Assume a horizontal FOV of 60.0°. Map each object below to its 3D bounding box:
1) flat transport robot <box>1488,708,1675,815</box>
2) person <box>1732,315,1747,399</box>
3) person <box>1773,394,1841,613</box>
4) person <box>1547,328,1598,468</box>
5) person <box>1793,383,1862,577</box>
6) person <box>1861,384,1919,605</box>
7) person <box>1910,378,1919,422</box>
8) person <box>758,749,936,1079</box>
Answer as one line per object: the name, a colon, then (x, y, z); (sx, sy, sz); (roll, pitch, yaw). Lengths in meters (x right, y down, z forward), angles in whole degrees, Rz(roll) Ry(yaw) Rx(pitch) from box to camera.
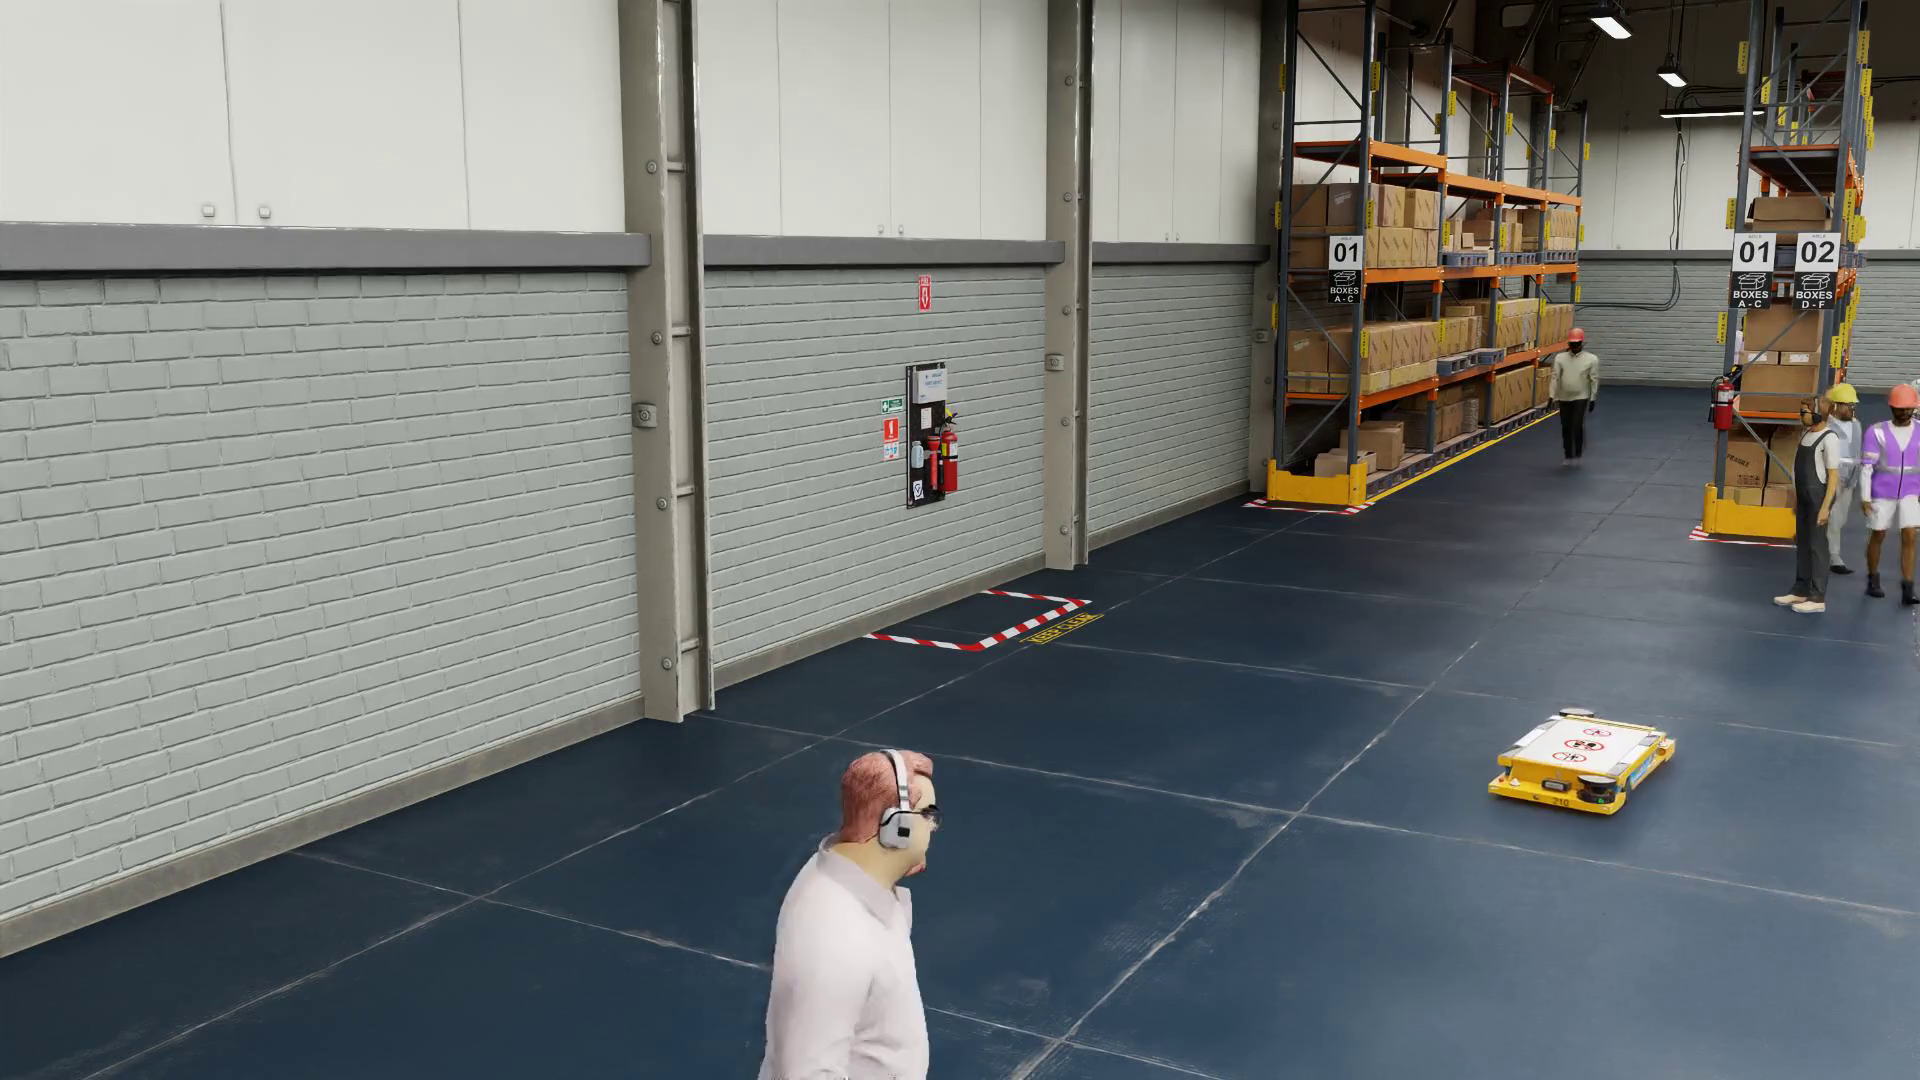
flat transport robot: (3.583, 1.245, 9.525); (0.652, 0.197, 1.431); (7, 12, 35)
person: (14.667, -3.267, 31.178); (0.616, 1.900, 0.603); (4, 11, 24)
person: (7.179, -0.306, 14.013); (0.351, 1.843, 0.506); (0, 10, 1)
person: (8.669, -2.009, 23.594); (0.621, 1.967, 0.675); (7, 12, 36)
person: (8.250, -0.592, 15.786); (0.599, 1.811, 0.746); (-4, 10, -21)
person: (8.082, -0.385, 14.321); (0.587, 1.891, 0.916); (3, 10, 15)
person: (10.504, -1.073, 17.908); (0.605, 2.045, 0.378); (4, 10, 21)
person: (-0.263, 1.412, 3.934); (0.997, 1.855, 0.671); (-1, 10, -6)
